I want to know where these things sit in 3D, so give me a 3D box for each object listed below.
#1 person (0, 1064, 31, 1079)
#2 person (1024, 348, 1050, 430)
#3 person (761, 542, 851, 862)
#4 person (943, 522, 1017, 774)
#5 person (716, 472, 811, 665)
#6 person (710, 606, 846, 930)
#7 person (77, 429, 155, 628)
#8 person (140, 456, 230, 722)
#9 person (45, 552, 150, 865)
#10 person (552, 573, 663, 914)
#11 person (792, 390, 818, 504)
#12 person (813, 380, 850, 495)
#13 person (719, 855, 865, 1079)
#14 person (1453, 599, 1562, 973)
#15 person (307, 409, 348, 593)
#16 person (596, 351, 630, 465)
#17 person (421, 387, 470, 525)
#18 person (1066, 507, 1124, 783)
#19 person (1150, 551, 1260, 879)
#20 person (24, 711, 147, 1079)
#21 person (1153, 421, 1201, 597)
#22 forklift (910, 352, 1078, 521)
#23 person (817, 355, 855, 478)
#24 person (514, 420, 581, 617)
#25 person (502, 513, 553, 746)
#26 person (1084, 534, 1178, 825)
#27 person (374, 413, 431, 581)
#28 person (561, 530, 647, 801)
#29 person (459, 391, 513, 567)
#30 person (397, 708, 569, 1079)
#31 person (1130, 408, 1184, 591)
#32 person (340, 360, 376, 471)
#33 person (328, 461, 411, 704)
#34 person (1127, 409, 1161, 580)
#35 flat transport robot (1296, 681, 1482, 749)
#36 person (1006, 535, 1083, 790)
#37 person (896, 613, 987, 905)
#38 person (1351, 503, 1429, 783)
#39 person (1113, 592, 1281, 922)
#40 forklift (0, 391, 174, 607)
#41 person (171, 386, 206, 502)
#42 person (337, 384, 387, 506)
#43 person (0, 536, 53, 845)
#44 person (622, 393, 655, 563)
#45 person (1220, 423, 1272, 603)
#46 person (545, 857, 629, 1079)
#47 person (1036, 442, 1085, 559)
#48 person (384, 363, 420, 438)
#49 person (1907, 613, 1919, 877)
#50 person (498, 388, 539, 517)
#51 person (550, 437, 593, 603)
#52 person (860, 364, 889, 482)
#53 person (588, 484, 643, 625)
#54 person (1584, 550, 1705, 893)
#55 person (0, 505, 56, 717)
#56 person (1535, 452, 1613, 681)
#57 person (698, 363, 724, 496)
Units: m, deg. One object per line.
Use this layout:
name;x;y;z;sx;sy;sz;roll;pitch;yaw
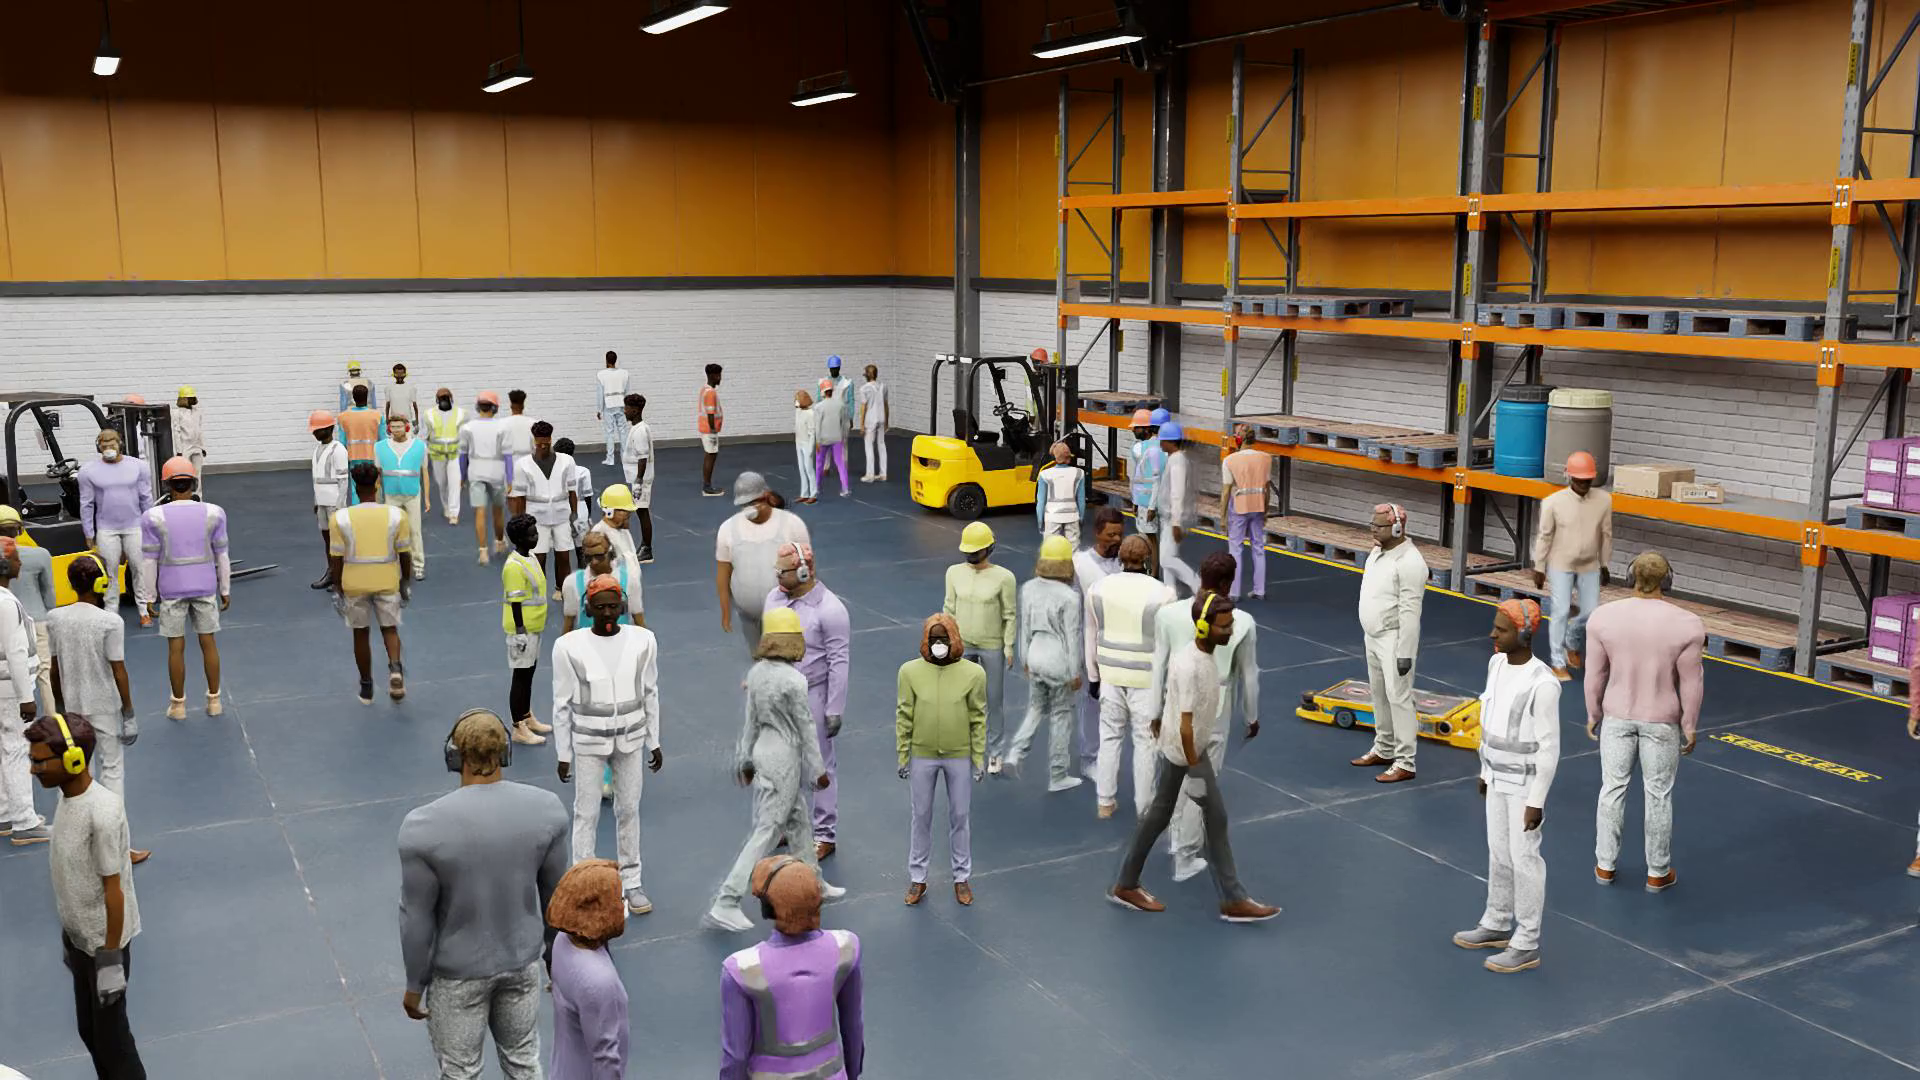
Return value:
person;-2.450;1.906;4.105;0.613;1.962;0.364;3;10;19
person;1.249;-2.071;26.809;0.392;2.034;0.605;4;10;20
person;-0.953;0.949;9.803;0.638;1.904;0.402;8;13;38
person;0.127;0.738;11.433;0.525;1.759;0.337;4;10;20
person;-1.460;0.441;12.325;0.715;2.000;1.033;1;10;3
person;-1.009;1.210;8.921;0.865;1.690;0.502;-7;12;-34
person;-7.972;-0.098;15.772;0.632;1.931;0.389;-5;11;-25
person;-5.920;0.375;12.744;0.611;2.032;0.411;-7;12;-34
person;-5.017;0.999;9.639;0.520;1.861;0.322;2;10;12
person;-1.887;1.107;8.941;0.579;1.882;0.342;-5;11;-26
person;-2.204;-1.320;23.664;0.291;1.624;0.524;-6;12;-31
person;-1.921;-1.513;24.543;0.588;1.706;0.918;-7;12;-36
person;-0.547;1.833;5.471;0.524;1.637;0.306;-6;11;-31
person;2.766;1.216;8.317;0.358;1.882;0.574;-2;10;-10
person;-6.664;-0.414;17.551;0.544;1.935;0.361;8;13;39
person;-5.832;-2.223;28.006;0.592;1.922;0.392;-7;12;-35
person;-6.825;-1.140;22.111;0.635;1.808;0.913;-2;10;-13
person;0.980;0.705;11.216;0.658;1.896;0.446;-6;11;-31
person;1.425;0.991;9.620;0.603;1.882;0.685;6;12;33
person;-3.348;1.564;6.407;0.337;1.857;0.528;-10;14;-44
person;2.168;-0.209;16.400;0.566;1.936;0.625;1;10;7
forklift;0.460;-1.461;22.833;2.313;2.155;1.214;-5;11;-28
person;-1.969;-1.945;26.327;0.605;1.948;0.403;1;10;5
person;-4.044;-0.205;16.313;0.616;1.951;0.388;-4;11;-23
person;-3.169;0.642;12.154;0.315;1.696;0.540;0;10;-2
person;1.085;0.871;10.469;0.631;1.835;0.430;6;11;30
person;-6.067;-0.468;18.116;0.571;1.843;0.373;-2;10;-13
person;-2.345;0.799;11.057;0.599;1.779;1.001;-3;10;-17
person;-5.470;-0.729;19.229;0.645;1.970;1.056;-1;10;-8
person;-1.744;1.571;6.159;0.641;1.927;0.386;-7;12;-36
person;2.078;-0.407;17.473;0.602;1.949;0.388;4;11;23
person;-9.807;-2.016;27.097;0.586;1.823;0.403;-8;13;-39
person;-4.622;0.358;13.085;0.618;1.951;0.571;-5;11;-27
person;1.938;-0.412;17.534;0.372;1.935;0.551;-2;10;-10
flat transport robot;3.336;1.288;12.539;1.431;0.197;0.652;7;12;37
person;0.585;0.826;11.002;0.501;1.732;0.462;9;14;43
person;-0.102;1.199;9.133;0.500;1.633;0.280;0;10;1
person;2.908;0.689;11.328;0.394;1.899;0.641;-2;10;-11
person;1.268;1.158;8.844;0.998;1.813;0.537;6;11;29
forklift;-9.026;-0.363;16.508;1.214;2.155;2.313;6;11;29
person;-10.623;-1.260;22.972;0.295;1.744;0.489;4;11;20
person;-7.511;-1.002;20.979;0.593;1.922;0.392;-1;10;-8
person;-5.765;0.907;10.098;0.573;1.883;0.356;8;13;40
person;-3.706;-0.713;19.183;0.365;1.965;0.608;-2;10;-12
person;2.926;-0.267;17.007;0.566;1.834;0.383;-4;10;-20
person;-1.204;1.833;5.477;0.285;1.633;0.501;-5;11;-26
person;1.041;-0.188;17.131;0.519;1.633;0.314;-2;10;-9
person;-8.677;-1.816;25.851;0.509;1.860;0.334;-2;10;-13
person;5.723;1.000;9.422;0.642;1.932;0.367;8;12;37
person;-5.379;-0.882;20.286;0.606;1.930;0.873;-6;12;-31
person;-4.015;-0.203;17.018;0.532;1.697;0.320;-4;10;-20
person;-1.336;-1.817;25.939;0.524;1.833;0.372;-8;13;-38
person;-2.646;0.470;12.801;0.403;1.821;0.602;1;10;7
person;3.821;1.011;9.340;0.629;1.940;0.373;6;11;29
person;-6.853;0.621;12.105;0.332;1.759;0.523;9;13;43
person;5.115;0.215;13.865;0.640;1.958;0.622;0;10;-2
person;-3.662;-1.630;24.502;0.377;1.956;0.613;-2;10;-14
